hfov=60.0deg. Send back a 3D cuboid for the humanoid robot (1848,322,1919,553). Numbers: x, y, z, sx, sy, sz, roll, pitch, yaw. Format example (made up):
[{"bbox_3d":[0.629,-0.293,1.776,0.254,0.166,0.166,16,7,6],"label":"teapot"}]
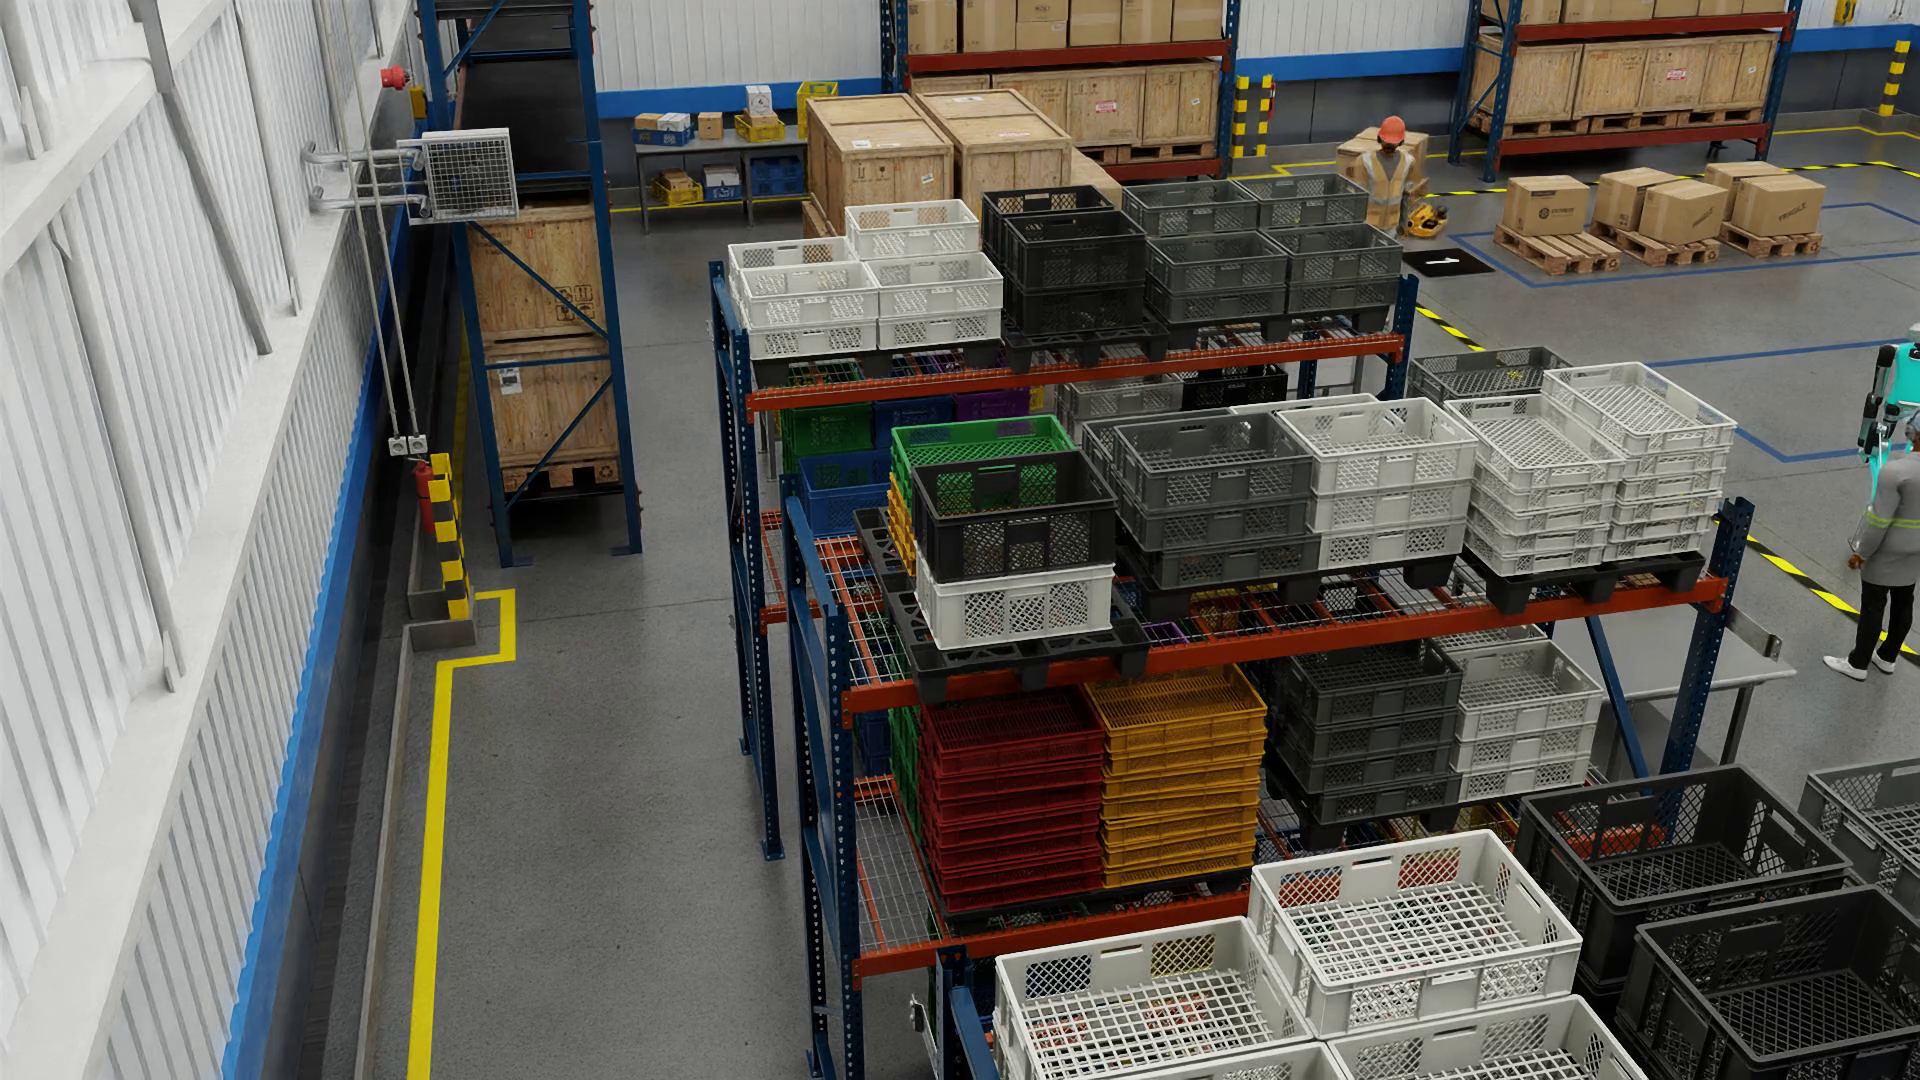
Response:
[{"bbox_3d":[6.519,-0.636,11.535,0.533,1.676,0.735,13,30,23],"label":"humanoid robot"}]

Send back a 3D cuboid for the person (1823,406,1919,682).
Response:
[{"bbox_3d":[5.796,0.016,10.322,0.587,1.848,0.396,-8,29,-14],"label":"person"}]

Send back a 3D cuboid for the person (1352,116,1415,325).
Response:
[{"bbox_3d":[4.021,-3.042,15.925,0.604,2.037,0.390,-4,28,-8],"label":"person"}]

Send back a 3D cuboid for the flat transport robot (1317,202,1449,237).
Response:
[{"bbox_3d":[4.845,-3.774,19.177,1.431,0.197,0.652,16,32,28],"label":"flat transport robot"}]

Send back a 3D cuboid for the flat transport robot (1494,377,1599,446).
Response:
[{"bbox_3d":[4.780,-1.036,14.013,0.659,0.231,1.431,-6,28,-12],"label":"flat transport robot"}]
